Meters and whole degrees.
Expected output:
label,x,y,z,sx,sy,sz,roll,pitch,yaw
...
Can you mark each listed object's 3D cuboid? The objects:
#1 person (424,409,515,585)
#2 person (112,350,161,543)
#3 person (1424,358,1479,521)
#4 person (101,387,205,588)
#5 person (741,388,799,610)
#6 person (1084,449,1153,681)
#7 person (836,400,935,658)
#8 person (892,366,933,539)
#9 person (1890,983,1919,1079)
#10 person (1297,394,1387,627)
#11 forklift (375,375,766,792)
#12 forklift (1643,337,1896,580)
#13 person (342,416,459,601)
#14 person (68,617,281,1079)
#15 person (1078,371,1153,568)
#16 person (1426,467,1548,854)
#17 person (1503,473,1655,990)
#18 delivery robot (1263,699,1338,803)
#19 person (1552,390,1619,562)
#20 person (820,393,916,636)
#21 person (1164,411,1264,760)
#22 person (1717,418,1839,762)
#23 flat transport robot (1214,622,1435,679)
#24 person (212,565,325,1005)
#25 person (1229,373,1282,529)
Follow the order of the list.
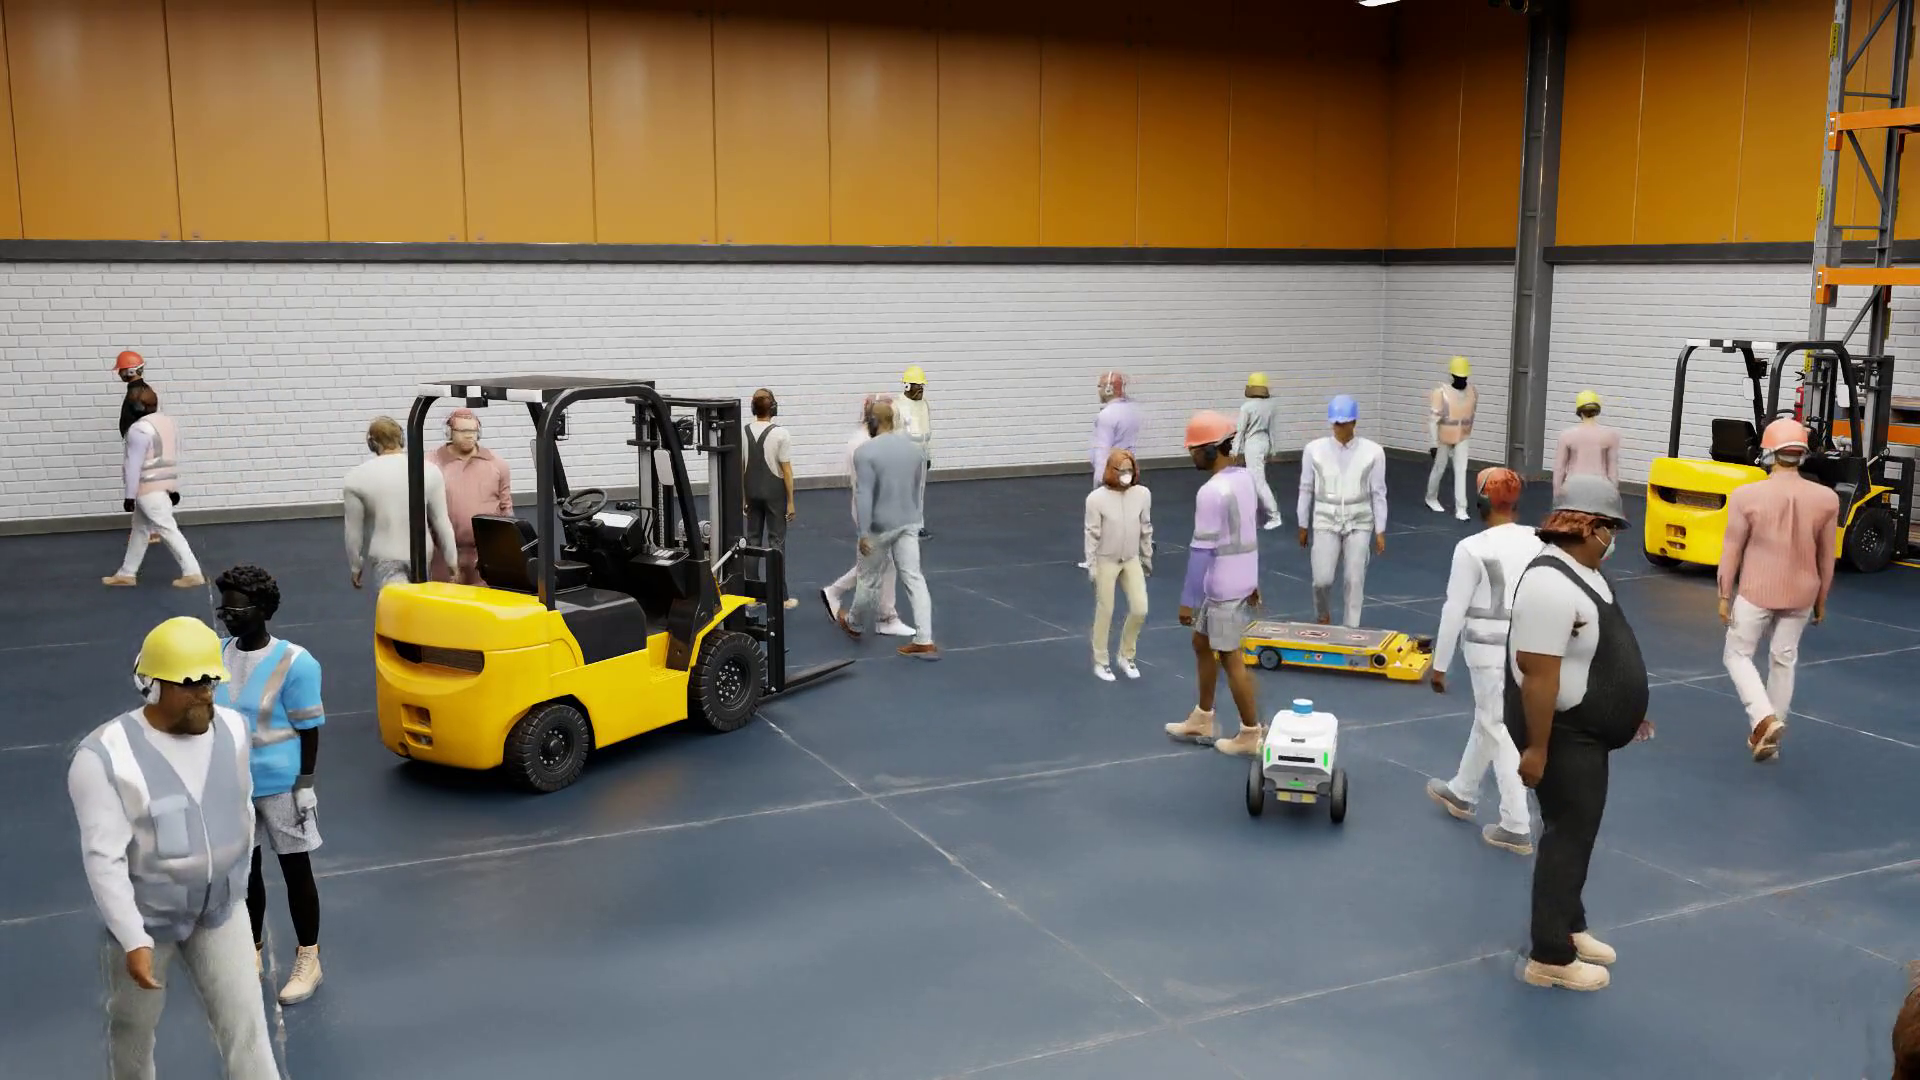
label,x,y,z,sx,sy,sz,roll,pitch,yaw
person,-3.304,0.080,11.075,0.728,1.896,0.407,-4,10,-25
person,-8.506,-0.957,17.199,0.416,1.992,0.619,-3,10,-18
person,5.607,-1.180,19.053,0.595,1.845,1.056,-1,9,-7
person,-7.150,-0.454,14.682,0.945,1.797,0.639,0,9,-3
person,-1.591,-0.329,13.727,0.510,1.846,0.341,4,10,22
person,1.087,0.176,11.313,0.562,1.610,0.450,-4,10,-22
person,-0.544,-0.088,12.203,0.647,1.855,1.094,-7,12,-38
person,-0.502,-0.892,17.304,0.403,1.825,0.595,9,13,44
person,1.454,1.506,2.561,0.652,1.790,0.953,-6,11,-32
person,2.774,-0.107,12.098,0.635,1.926,0.501,2,9,13
forklift,-2.268,0.149,9.685,1.214,2.155,2.313,6,11,32
forklift,7.551,-0.789,15.507,2.313,2.155,1.214,-4,10,-25
person,-3.596,0.144,10.729,0.662,1.879,1.009,-6,11,-32
person,-2.329,1.110,5.021,0.957,1.768,0.581,7,12,37
person,1.449,-0.621,15.422,0.721,1.884,0.654,4,10,25
person,2.552,0.555,8.215,0.614,1.847,0.905,-5,10,-27
person,2.474,0.717,6.639,0.576,2.000,0.724,5,10,26
delivery robot,1.787,1.078,8.700,0.477,0.478,0.707,3,10,15
person,5.560,-0.459,14.814,0.544,1.748,0.462,2,9,11
person,-0.687,-0.193,12.782,0.708,1.876,0.666,0,9,1
person,1.416,0.262,9.560,0.834,2.003,0.634,5,10,29
person,4.612,0.304,9.383,0.637,1.981,0.653,1,9,7
flat transport robot,2.592,0.763,11.822,1.431,0.197,0.652,4,10,24
person,-2.683,0.931,6.374,0.532,1.696,0.318,2,9,13
person,3.264,-0.982,18.231,0.495,1.701,0.893,-7,12,-37
